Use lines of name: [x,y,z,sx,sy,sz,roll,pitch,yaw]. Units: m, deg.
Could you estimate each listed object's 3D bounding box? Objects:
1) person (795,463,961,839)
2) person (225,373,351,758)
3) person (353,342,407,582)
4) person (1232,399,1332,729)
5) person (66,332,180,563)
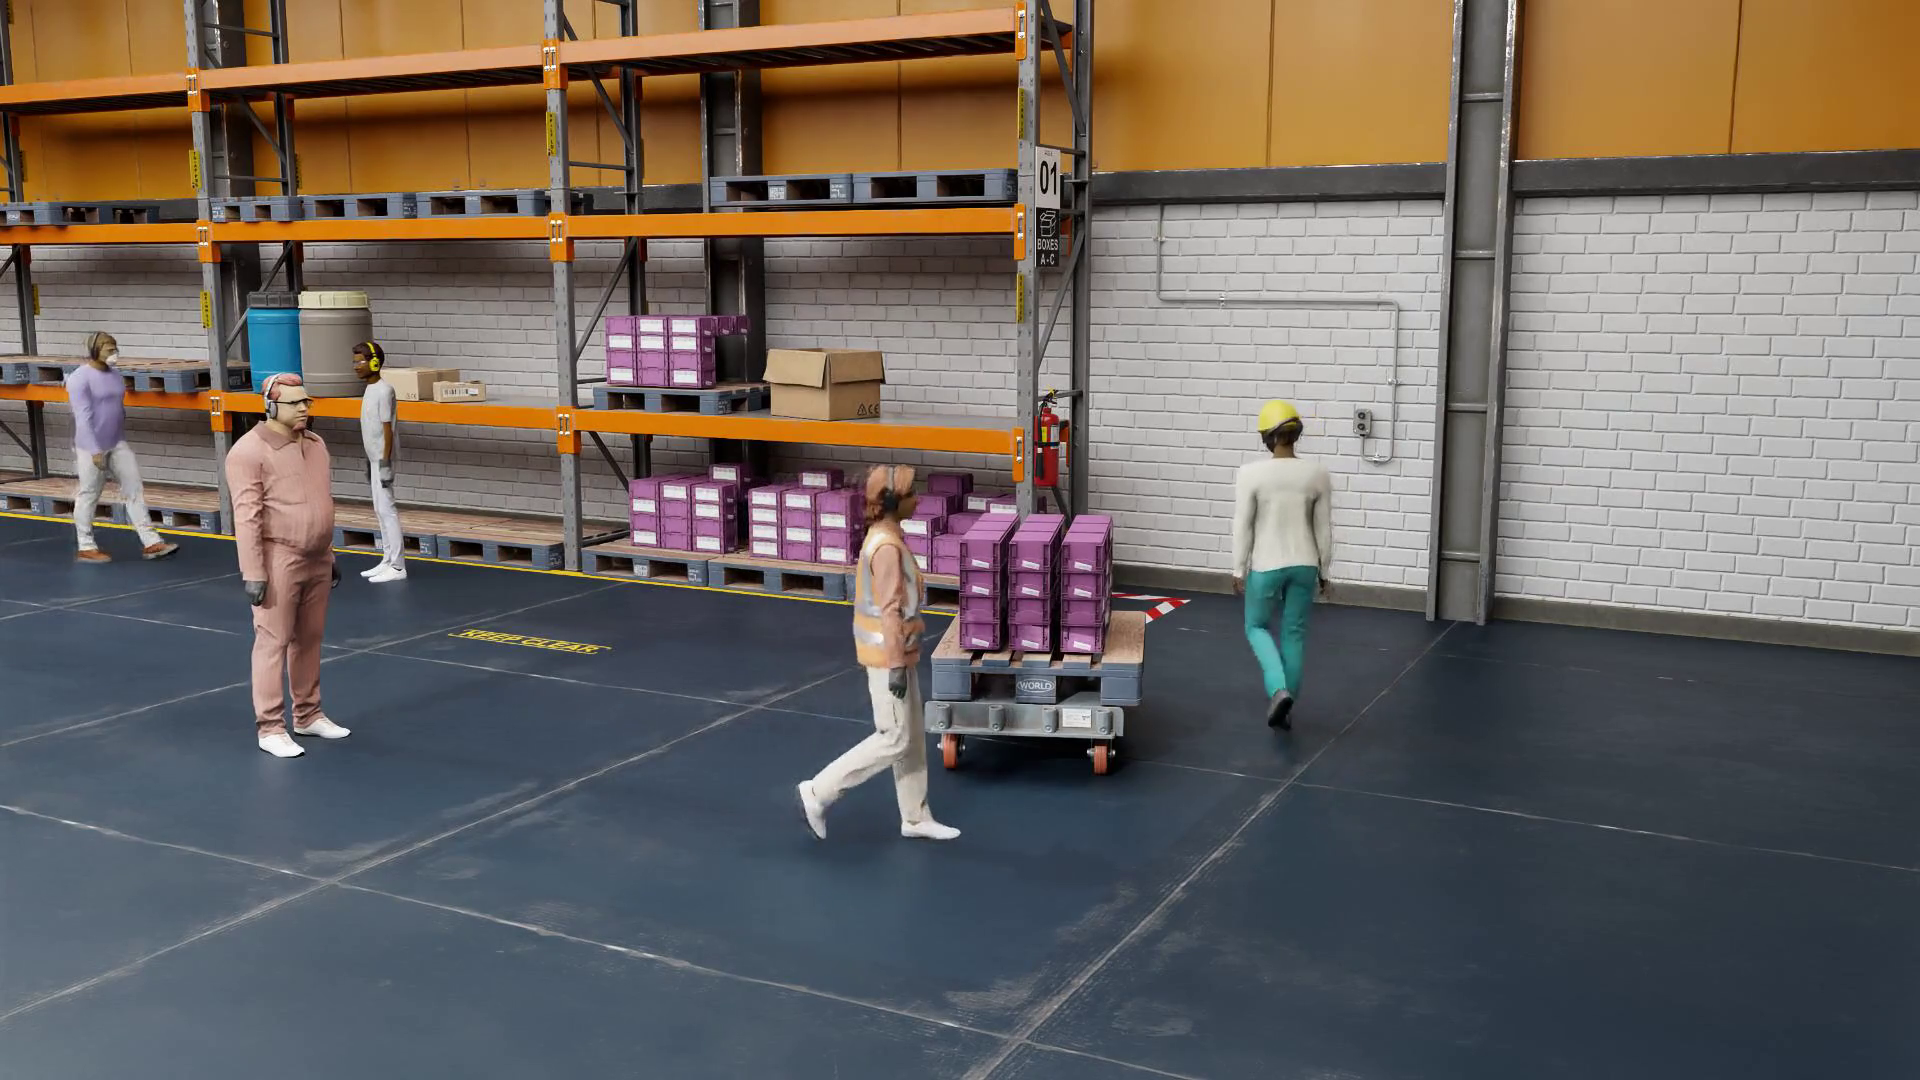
person: [-0.336,0.488,6.917,0.615,1.621,0.523,0,9,0]
person: [-3.337,0.115,8.351,0.402,1.906,0.651,3,10,17]
person: [-4.522,-0.605,12.941,0.328,1.862,0.515,-6,11,-32]
person: [1.685,0.142,8.657,0.546,1.744,0.480,-1,9,-9]
person: [-6.905,-0.739,13.619,0.913,1.905,0.645,2,9,14]
